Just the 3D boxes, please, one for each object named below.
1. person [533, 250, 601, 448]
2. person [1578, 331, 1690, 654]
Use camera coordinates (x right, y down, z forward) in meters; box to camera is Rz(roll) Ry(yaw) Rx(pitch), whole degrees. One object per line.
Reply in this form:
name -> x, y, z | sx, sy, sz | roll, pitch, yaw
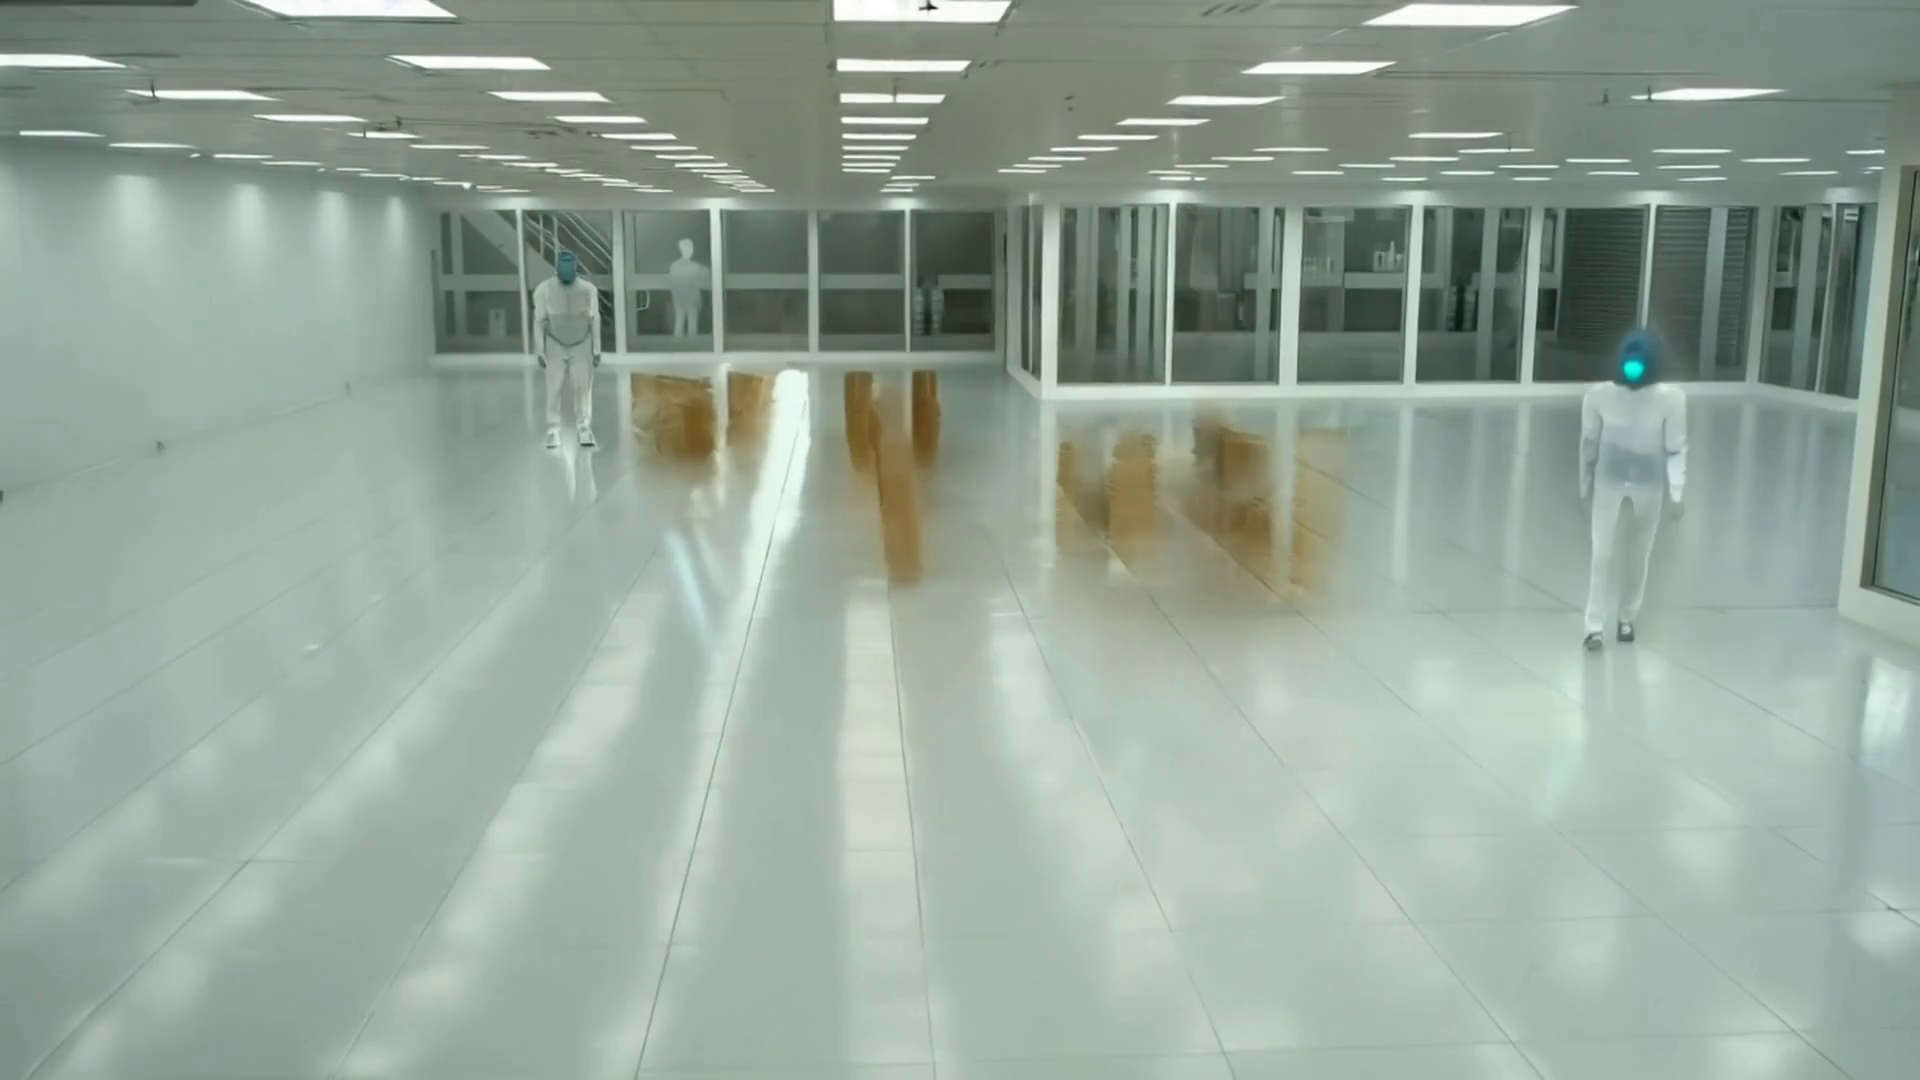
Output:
person -> -3.811, -1.854, 16.180 | 0.636, 1.911, 0.404 | -3, 11, -18
person -> 3.305, -0.222, 8.206 | 0.513, 1.592, 0.820 | 4, 11, 22
